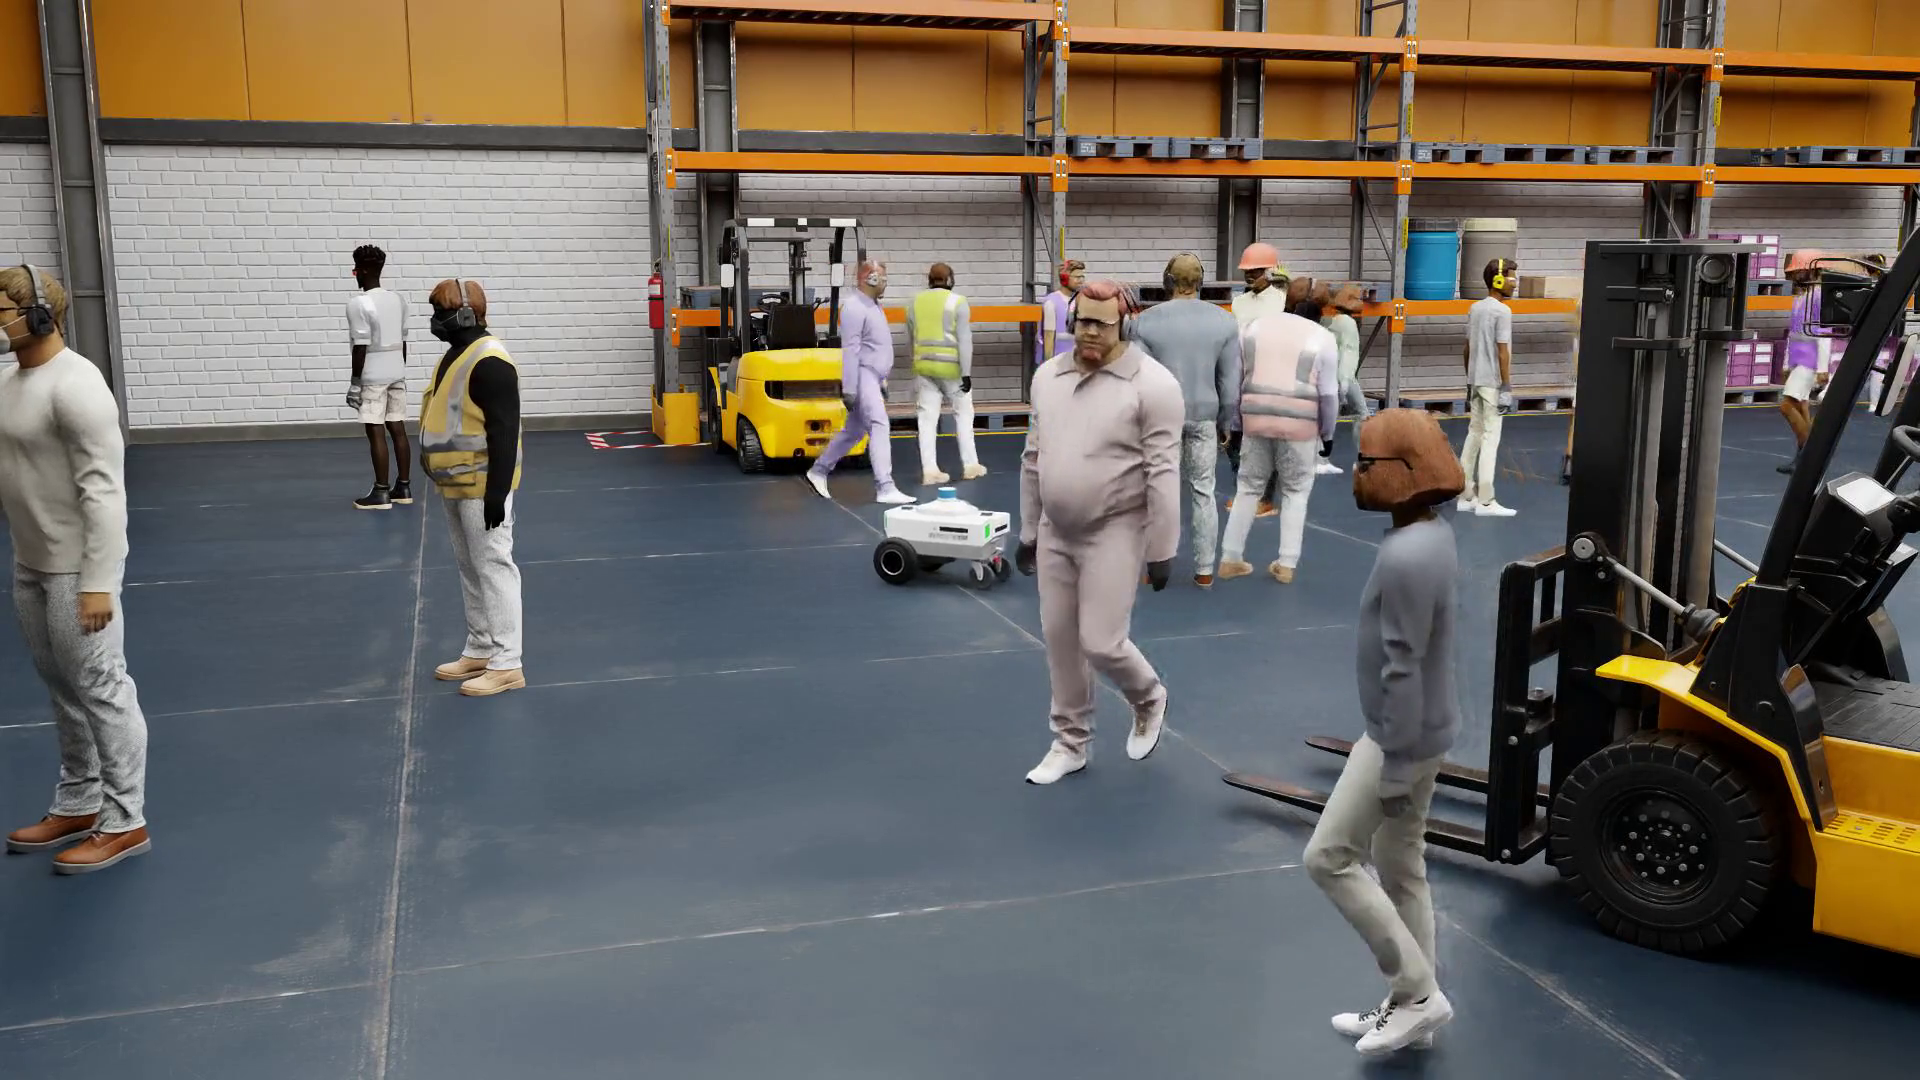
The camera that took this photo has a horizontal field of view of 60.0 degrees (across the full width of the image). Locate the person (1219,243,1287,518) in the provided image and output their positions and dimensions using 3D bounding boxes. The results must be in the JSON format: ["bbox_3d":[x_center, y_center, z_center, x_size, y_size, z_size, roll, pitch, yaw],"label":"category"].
[{"bbox_3d":[2.140,-1.133,11.973,0.446,1.978,0.616,-10,14,-43],"label":"person"}]

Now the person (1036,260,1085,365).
[{"bbox_3d":[0.869,-1.480,14.284,0.411,1.831,0.570,7,12,34],"label":"person"}]

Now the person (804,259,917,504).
[{"bbox_3d":[-0.798,-1.218,12.770,0.907,1.861,0.665,2,10,10],"label":"person"}]

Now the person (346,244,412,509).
[{"bbox_3d":[-4.351,-1.213,12.427,0.368,1.966,0.602,4,11,19],"label":"person"}]

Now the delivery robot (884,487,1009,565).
[{"bbox_3d":[-0.075,-0.066,9.752,0.707,0.478,0.477,5,11,24],"label":"delivery robot"}]

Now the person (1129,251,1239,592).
[{"bbox_3d":[1.262,-0.664,9.493,0.630,1.940,0.372,-1,10,-6],"label":"person"}]

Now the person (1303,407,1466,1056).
[{"bbox_3d":[1.038,0.486,4.061,0.353,1.617,0.520,4,11,22],"label":"person"}]

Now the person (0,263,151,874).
[{"bbox_3d":[-2.873,0.095,5.330,0.629,1.940,0.379,9,14,40],"label":"person"}]

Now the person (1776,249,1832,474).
[{"bbox_3d":[7.136,-1.498,14.104,0.432,1.918,0.579,1,10,7],"label":"person"}]

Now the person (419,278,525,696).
[{"bbox_3d":[-2.173,-0.235,7.407,0.429,1.841,0.634,-7,12,-34],"label":"person"}]

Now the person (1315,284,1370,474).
[{"bbox_3d":[3.350,-1.355,14.140,0.667,1.608,0.514,-1,10,-3],"label":"person"}]

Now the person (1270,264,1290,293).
[{"bbox_3d":[3.232,-1.926,16.889,0.542,1.747,0.573,1,10,6],"label":"person"}]

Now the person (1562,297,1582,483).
[{"bbox_3d":[5.284,-1.409,13.721,0.562,1.899,0.973,9,14,41],"label":"person"}]

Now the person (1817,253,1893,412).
[{"bbox_3d":[10.397,-2.384,19.203,0.890,1.847,0.519,-2,11,-11],"label":"person"}]

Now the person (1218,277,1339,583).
[{"bbox_3d":[1.873,-0.631,9.720,0.668,1.799,0.436,6,12,31],"label":"person"}]

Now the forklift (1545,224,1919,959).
[{"bbox_3d":[2.909,0.117,4.508,2.313,2.155,1.214,9,14,40],"label":"forklift"}]

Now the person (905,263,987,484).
[{"bbox_3d":[-0.101,-1.380,13.799,0.670,1.799,0.802,6,12,31],"label":"person"}]

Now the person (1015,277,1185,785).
[{"bbox_3d":[0.524,-0.024,6.136,0.649,1.883,0.527,10,14,43],"label":"person"}]

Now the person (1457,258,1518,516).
[{"bbox_3d":[3.866,-1.108,12.136,0.325,1.864,0.516,-2,11,-13],"label":"person"}]

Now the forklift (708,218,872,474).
[{"bbox_3d":[-1.522,-1.778,14.899,1.214,2.155,2.313,-3,11,-17],"label":"forklift"}]
